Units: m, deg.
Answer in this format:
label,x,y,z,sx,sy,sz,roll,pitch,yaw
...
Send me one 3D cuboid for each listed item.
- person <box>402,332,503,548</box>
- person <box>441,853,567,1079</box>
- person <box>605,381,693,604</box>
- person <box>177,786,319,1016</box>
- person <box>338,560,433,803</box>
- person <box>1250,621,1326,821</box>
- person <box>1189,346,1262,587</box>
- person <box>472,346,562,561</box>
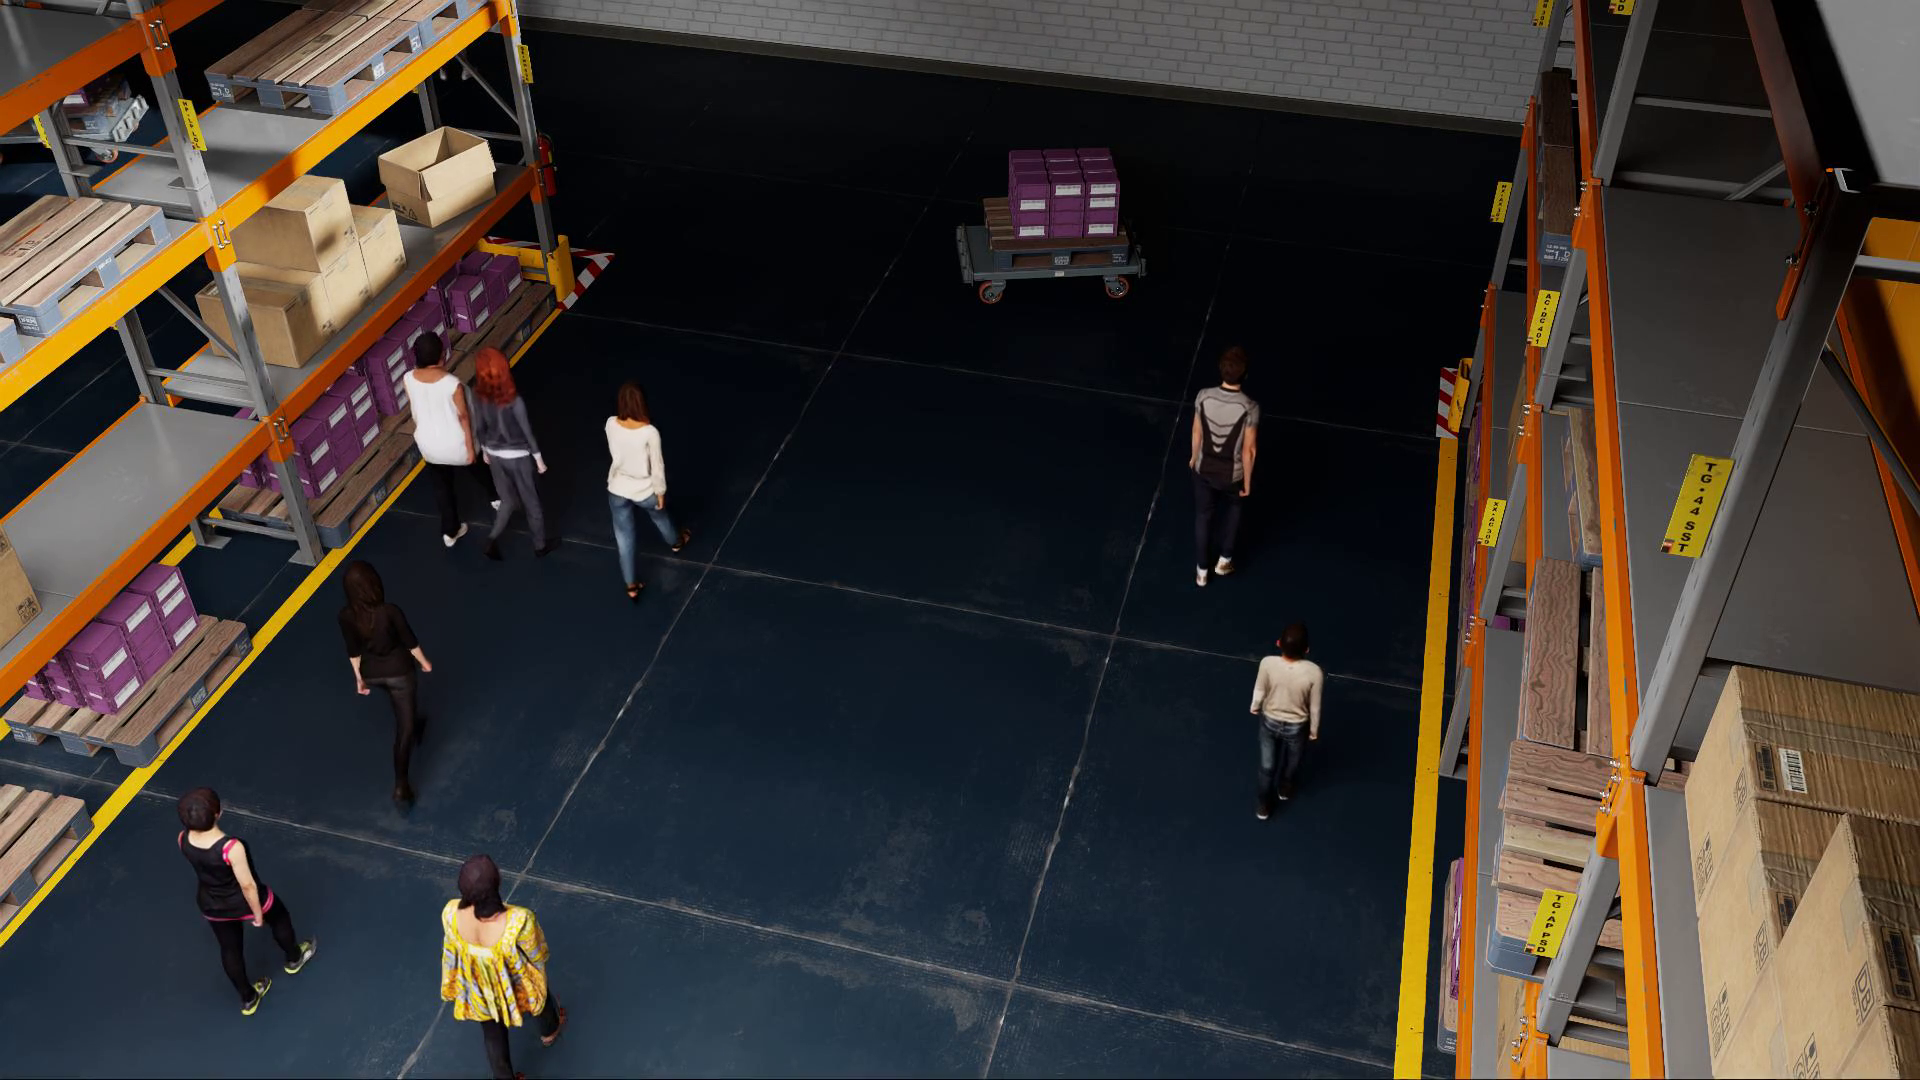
label,x,y,z,sx,sy,sz,roll,pitch,yaw
person,-3.690,-0.683,11.900,0.682,1.658,0.983,11,40,14
person,-2.294,2.254,8.245,0.798,1.631,0.923,1,39,1
person,-2.248,-0.284,11.408,0.641,1.649,0.997,8,39,10
person,-3.852,1.933,8.722,0.590,1.535,0.775,4,39,6
person,-3.445,0.860,10.007,0.702,1.609,1.100,3,39,4
person,1.900,1.118,9.808,0.568,1.454,0.619,10,40,12
person,1.773,-0.441,11.418,0.651,1.880,0.636,12,40,15
person,-3.193,-0.518,11.613,0.755,1.759,0.924,22,44,25
